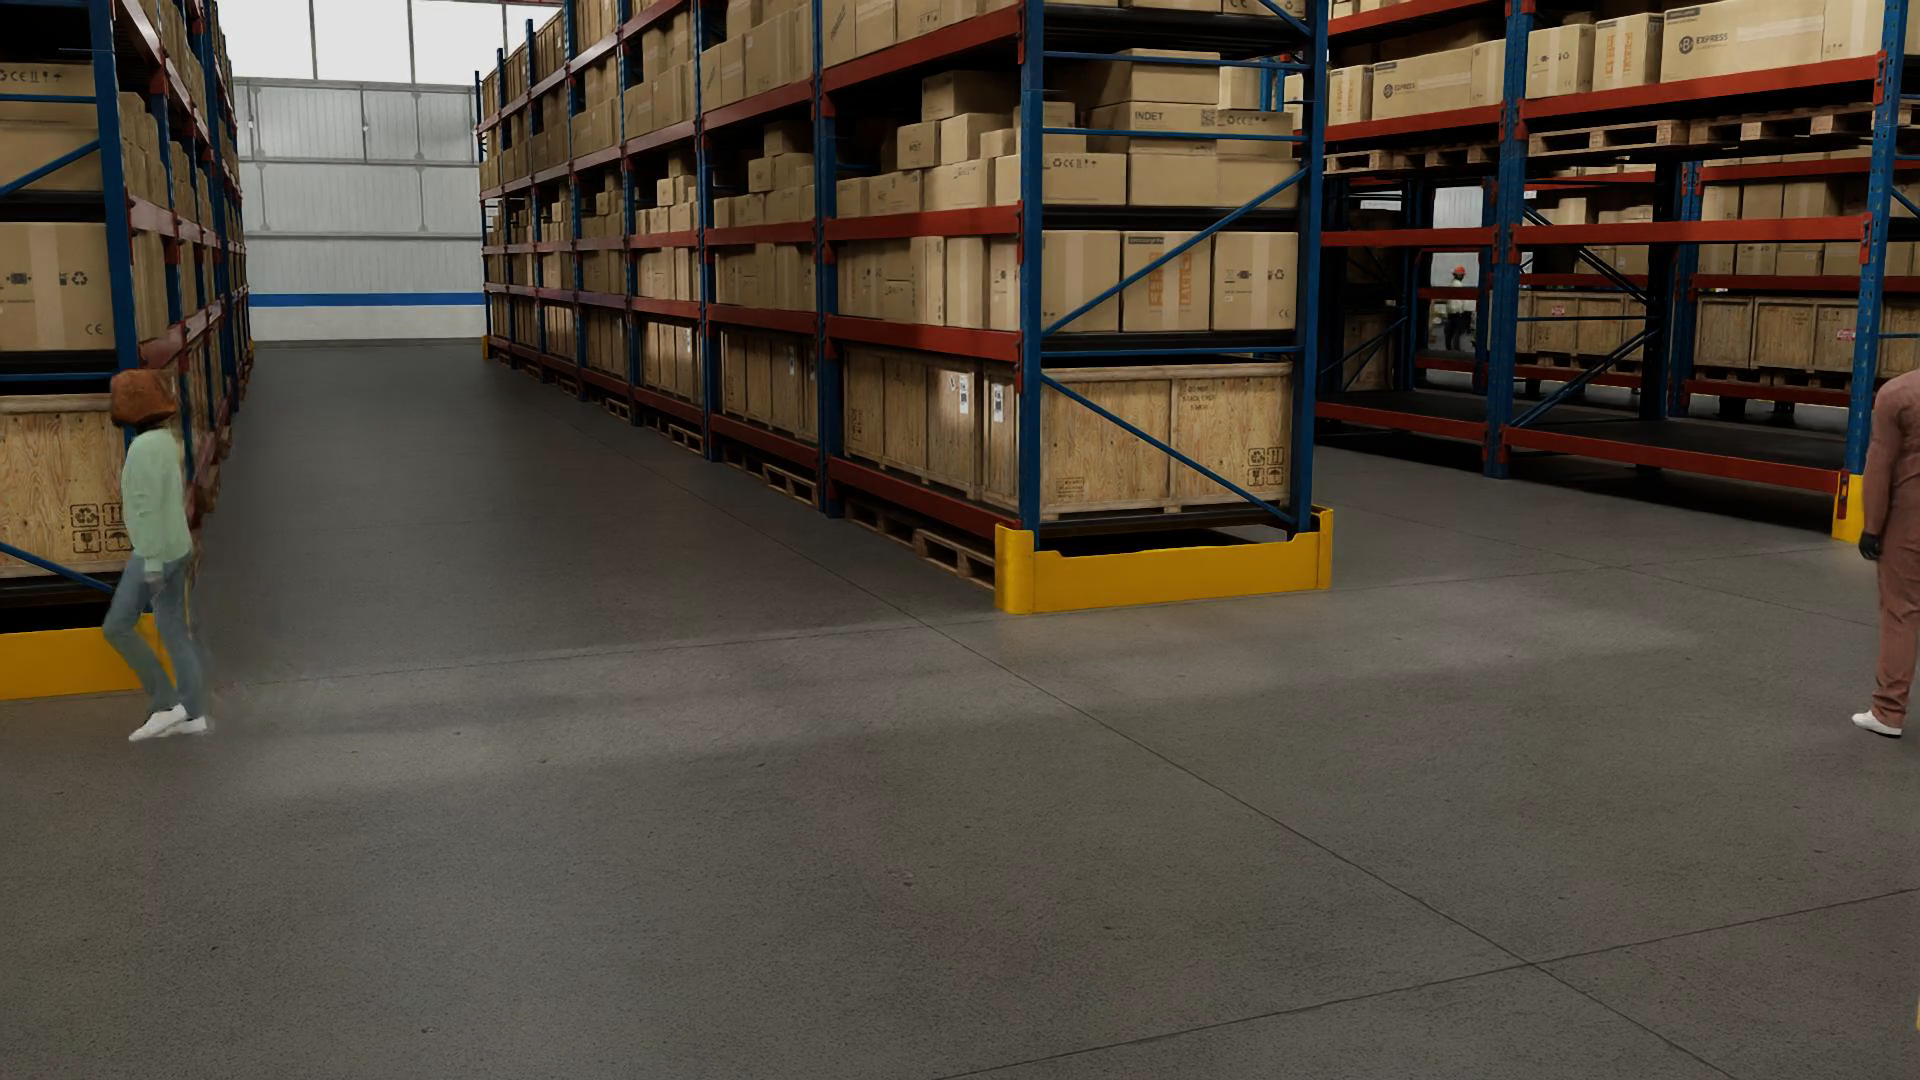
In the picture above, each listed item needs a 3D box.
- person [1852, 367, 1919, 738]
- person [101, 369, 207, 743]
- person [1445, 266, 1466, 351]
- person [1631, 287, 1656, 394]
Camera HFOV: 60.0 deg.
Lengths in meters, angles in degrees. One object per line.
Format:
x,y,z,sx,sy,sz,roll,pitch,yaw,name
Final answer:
4.259,-0.077,7.275,0.644,1.898,0.397,1,9,3,person
-3.498,0.079,7.152,0.421,1.617,0.533,-2,10,-14,person
11.097,-5.123,37.199,0.395,1.992,0.622,-3,10,-17,person
10.843,-3.178,26.230,0.525,1.769,0.310,-3,10,-16,person
